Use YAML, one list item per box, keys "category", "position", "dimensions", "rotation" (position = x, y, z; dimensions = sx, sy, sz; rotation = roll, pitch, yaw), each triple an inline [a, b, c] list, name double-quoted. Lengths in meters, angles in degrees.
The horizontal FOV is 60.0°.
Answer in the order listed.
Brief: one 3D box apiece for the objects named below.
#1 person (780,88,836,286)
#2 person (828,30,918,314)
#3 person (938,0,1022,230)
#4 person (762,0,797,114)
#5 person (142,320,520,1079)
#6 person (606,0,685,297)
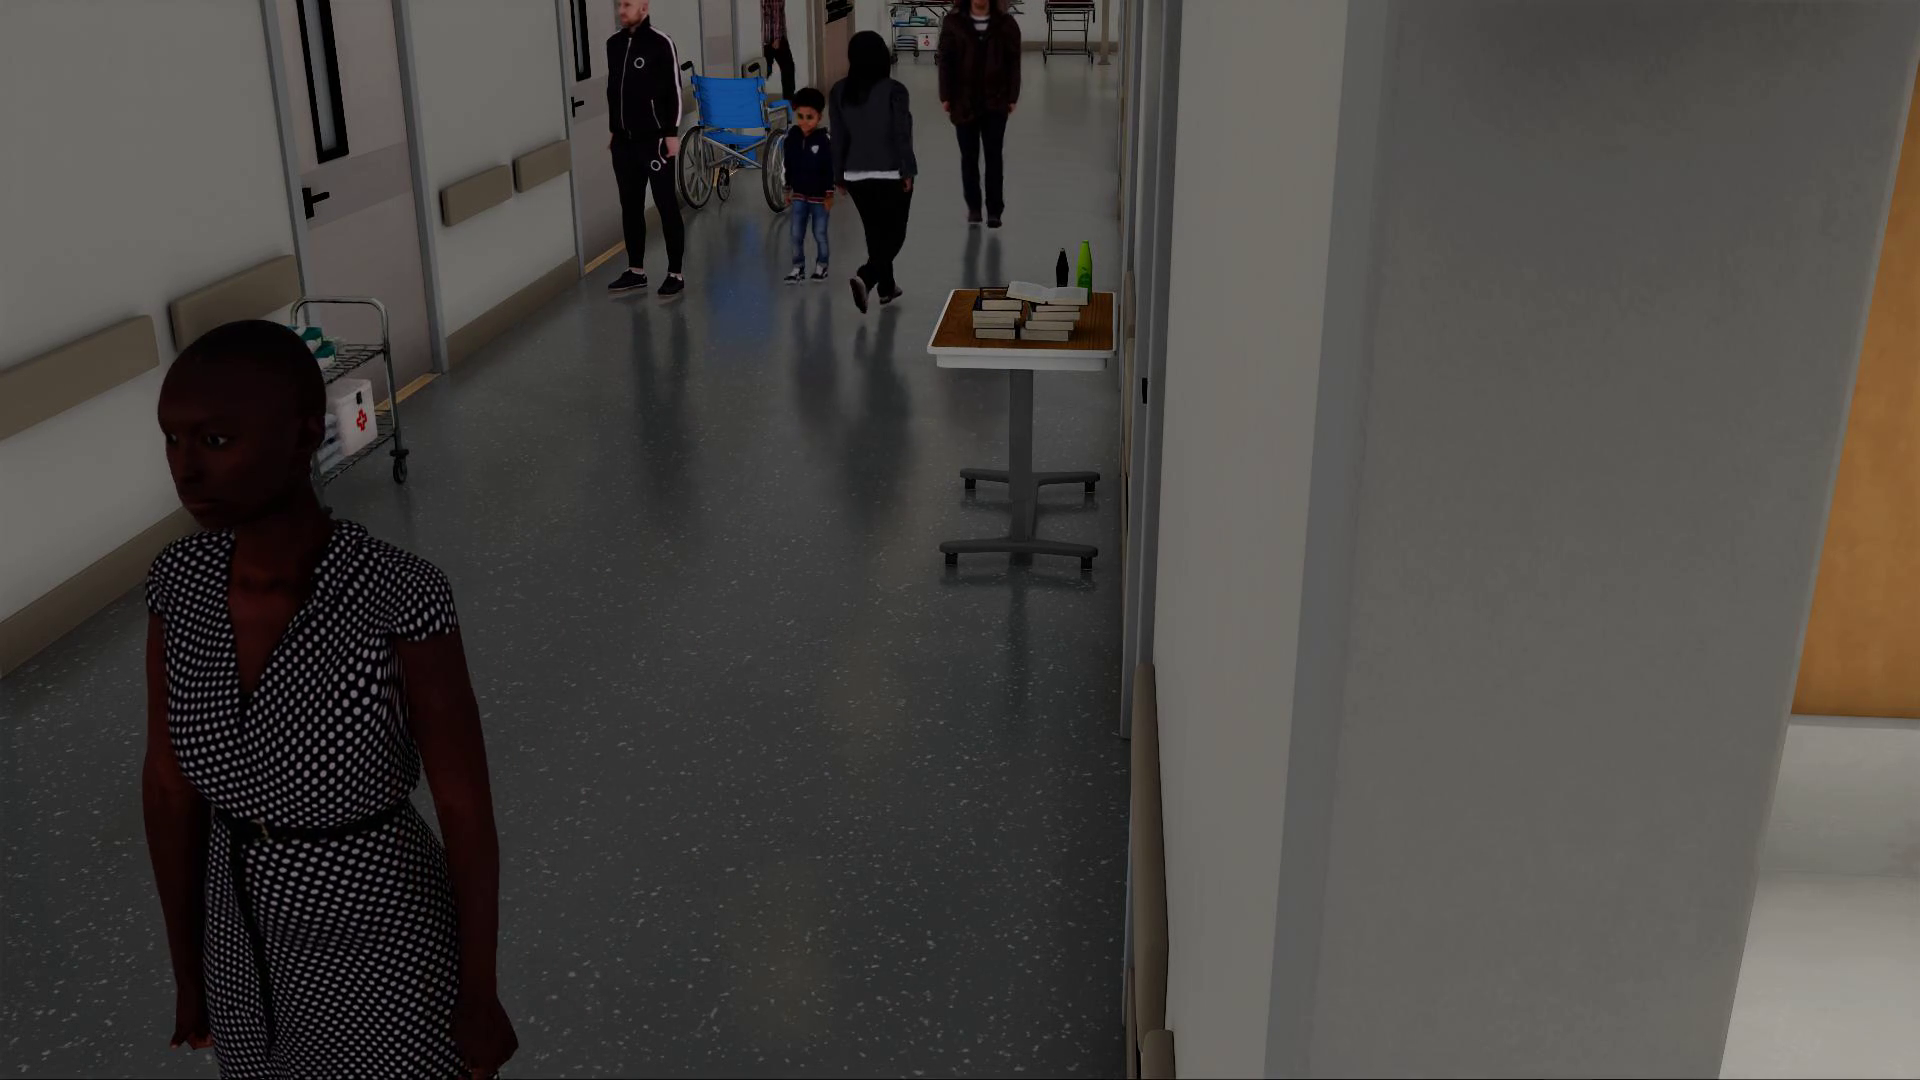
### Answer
- category: "person"
  position: [-0.909, -2.208, 10.405]
  dimensions: [0.609, 1.210, 0.693]
  rotation: [6, 22, 17]
- category: "person"
  position: [-0.503, -2.091, 9.578]
  dimensions: [0.887, 1.577, 1.048]
  rotation: [11, 23, 26]
- category: "person"
  position: [0.140, -3.219, 12.227]
  dimensions: [0.779, 1.811, 1.030]
  rotation: [1, 21, 3]
- category: "person"
  position: [-2.222, -5.763, 19.034]
  dimensions: [1.121, 1.746, 1.096]
  rotation: [-14, 25, -32]
- category: "person"
  position: [-0.814, 0.583, 2.220]
  dimensions: [0.647, 1.788, 0.547]
  rotation: [4, 21, 10]
- category: "person"
  position: [-1.906, -2.416, 10.072]
  dimensions: [0.752, 1.835, 0.721]
  rotation: [11, 23, 26]
